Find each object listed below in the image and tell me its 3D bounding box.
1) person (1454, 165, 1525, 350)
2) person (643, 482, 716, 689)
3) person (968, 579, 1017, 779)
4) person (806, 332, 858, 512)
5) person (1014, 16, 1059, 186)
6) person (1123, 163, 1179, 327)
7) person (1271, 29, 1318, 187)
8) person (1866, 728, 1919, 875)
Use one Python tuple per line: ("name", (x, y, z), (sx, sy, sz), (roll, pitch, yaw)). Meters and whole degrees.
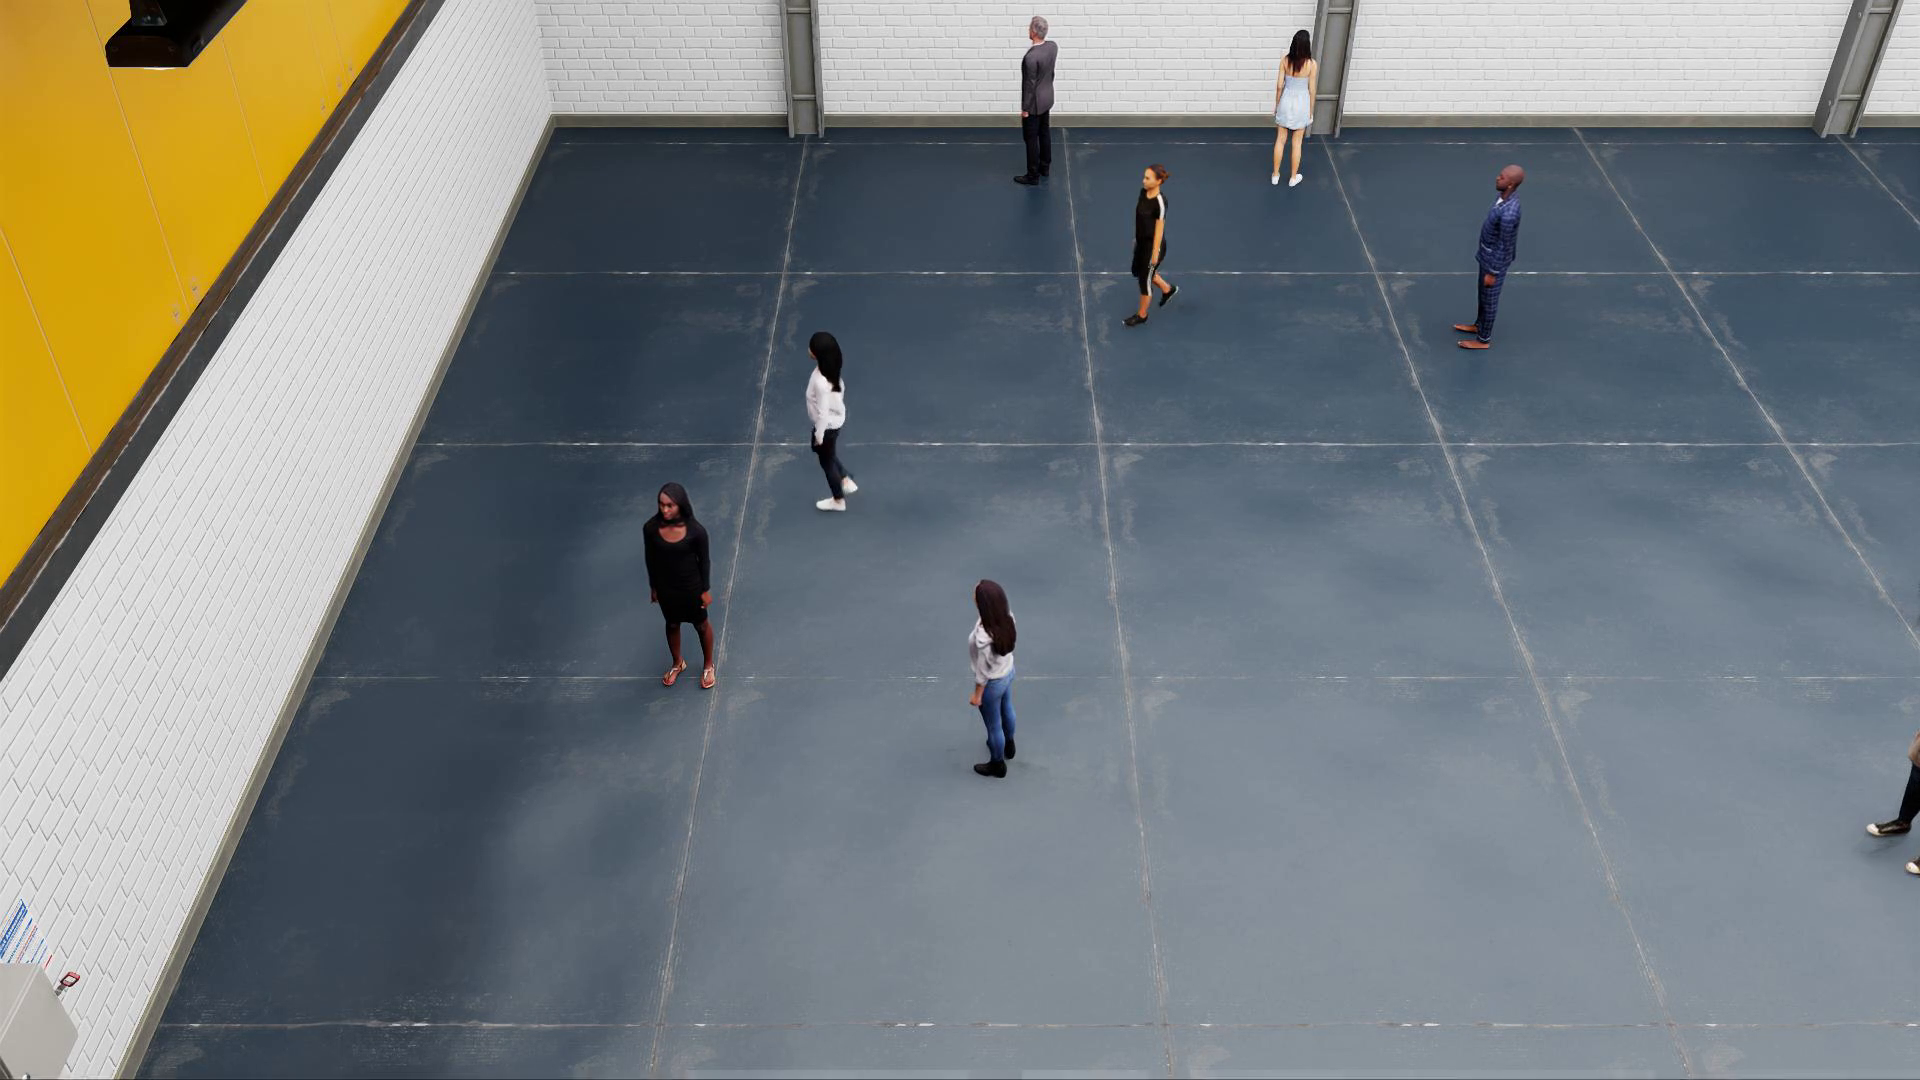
("person", (4.919, -2.610, 15.277), (0.658, 1.818, 0.695), (6, 39, 8))
("person", (-1.957, 0.320, 11.687), (0.486, 1.721, 0.696), (5, 39, 6))
("person", (0.236, 0.912, 11.018), (0.657, 1.630, 0.675), (16, 41, 19))
("person", (-0.966, -0.930, 13.276), (0.638, 1.691, 0.666), (4, 39, 5))
("person", (0.822, -4.752, 17.942), (0.804, 1.840, 0.816), (21, 43, 24))
("person", (1.852, -2.792, 15.636), (0.898, 1.655, 0.740), (-11, 40, -14))
("person", (3.590, -4.657, 17.912), (0.573, 1.730, 0.713), (12, 40, 15))
("person", (6.235, 1.296, 10.325), (0.775, 1.896, 0.781), (-12, 40, -14))
